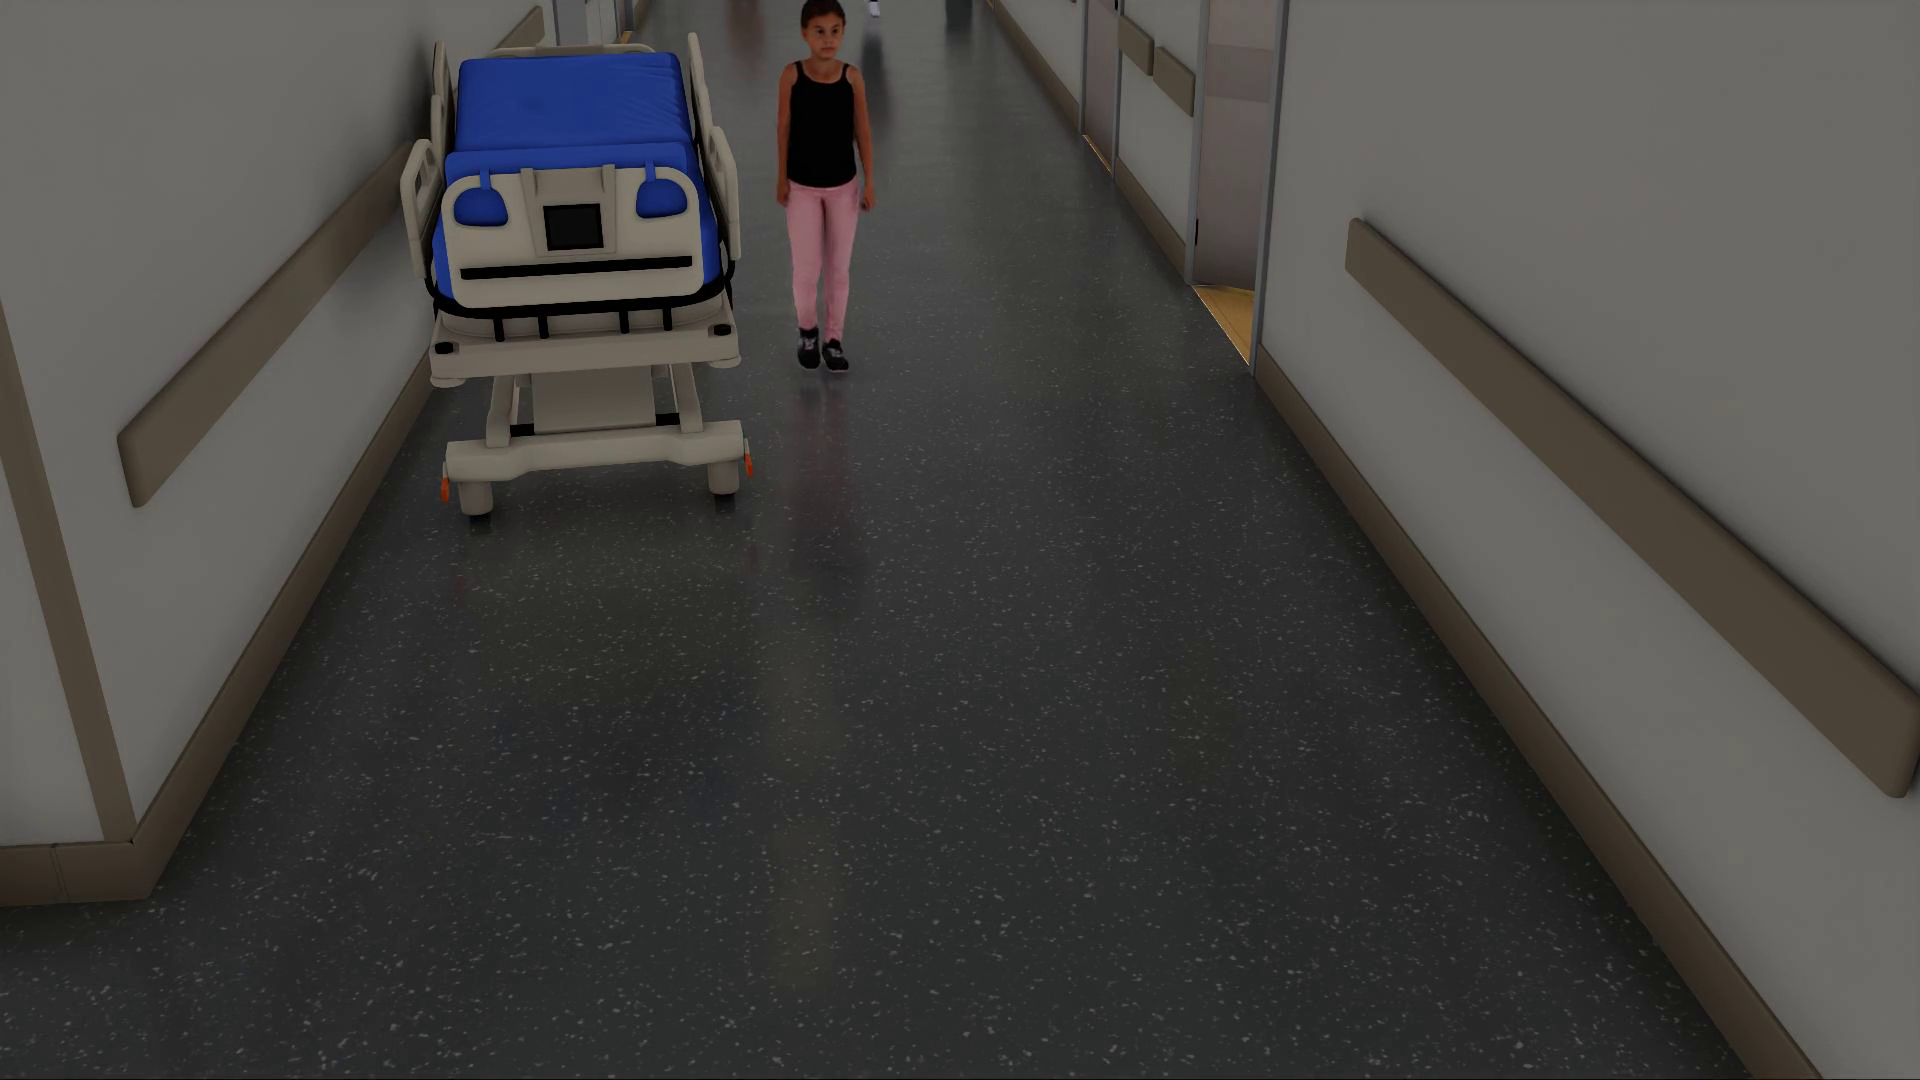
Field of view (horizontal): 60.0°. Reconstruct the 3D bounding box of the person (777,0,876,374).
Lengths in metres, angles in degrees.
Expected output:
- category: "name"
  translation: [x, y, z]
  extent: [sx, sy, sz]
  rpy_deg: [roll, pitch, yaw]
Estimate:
- category: "person"
  translation: [-0.585, -1.469, 6.917]
  extent: [0.534, 1.556, 0.639]
  rpy_deg: [-6, 26, -11]
